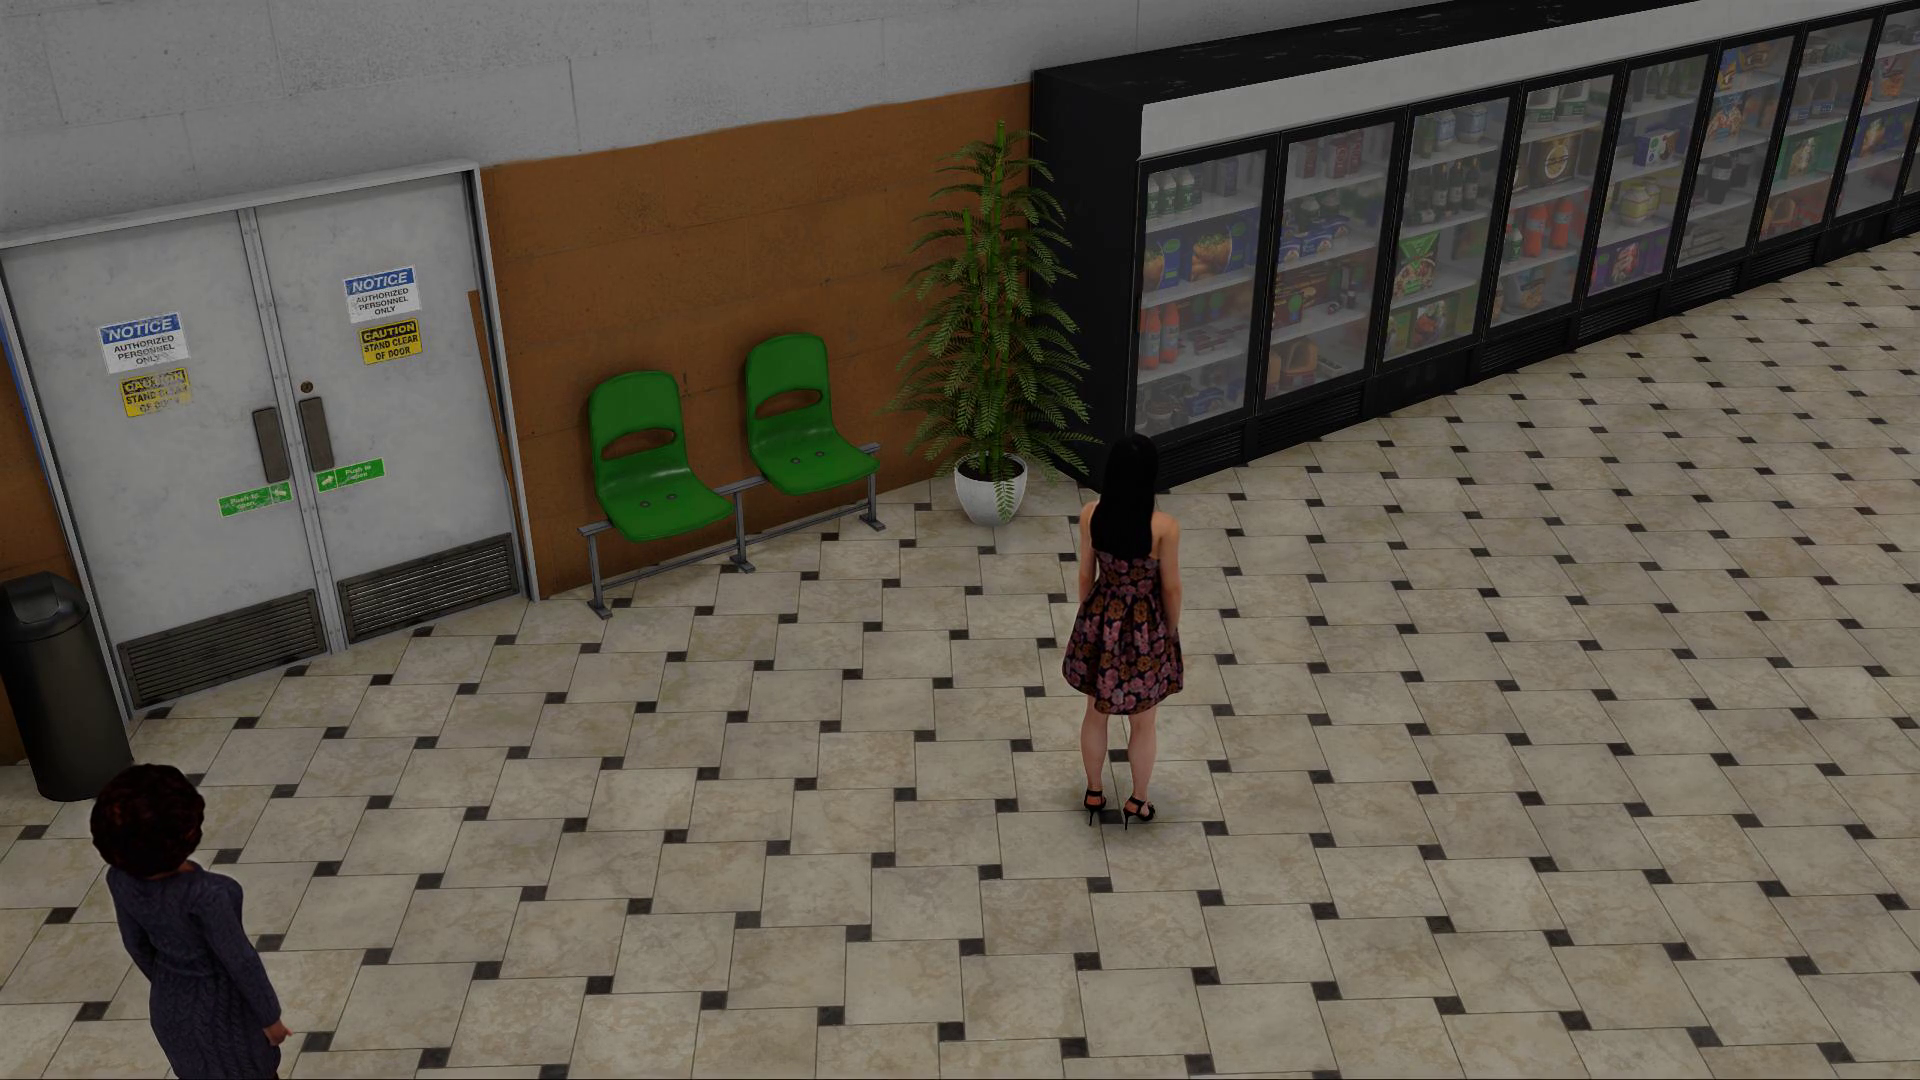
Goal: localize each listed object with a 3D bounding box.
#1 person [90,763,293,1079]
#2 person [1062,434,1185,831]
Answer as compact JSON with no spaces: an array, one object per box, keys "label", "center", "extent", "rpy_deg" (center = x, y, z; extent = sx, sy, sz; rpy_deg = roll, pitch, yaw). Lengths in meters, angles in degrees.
[{"label":"person","center":[-2.196,1.385,4.860],"extent":[0.630,1.711,0.721],"rpy_deg":[9,30,17]},{"label":"person","center":[0.659,0.387,6.621],"extent":[0.783,1.774,0.860],"rpy_deg":[10,30,18]}]
